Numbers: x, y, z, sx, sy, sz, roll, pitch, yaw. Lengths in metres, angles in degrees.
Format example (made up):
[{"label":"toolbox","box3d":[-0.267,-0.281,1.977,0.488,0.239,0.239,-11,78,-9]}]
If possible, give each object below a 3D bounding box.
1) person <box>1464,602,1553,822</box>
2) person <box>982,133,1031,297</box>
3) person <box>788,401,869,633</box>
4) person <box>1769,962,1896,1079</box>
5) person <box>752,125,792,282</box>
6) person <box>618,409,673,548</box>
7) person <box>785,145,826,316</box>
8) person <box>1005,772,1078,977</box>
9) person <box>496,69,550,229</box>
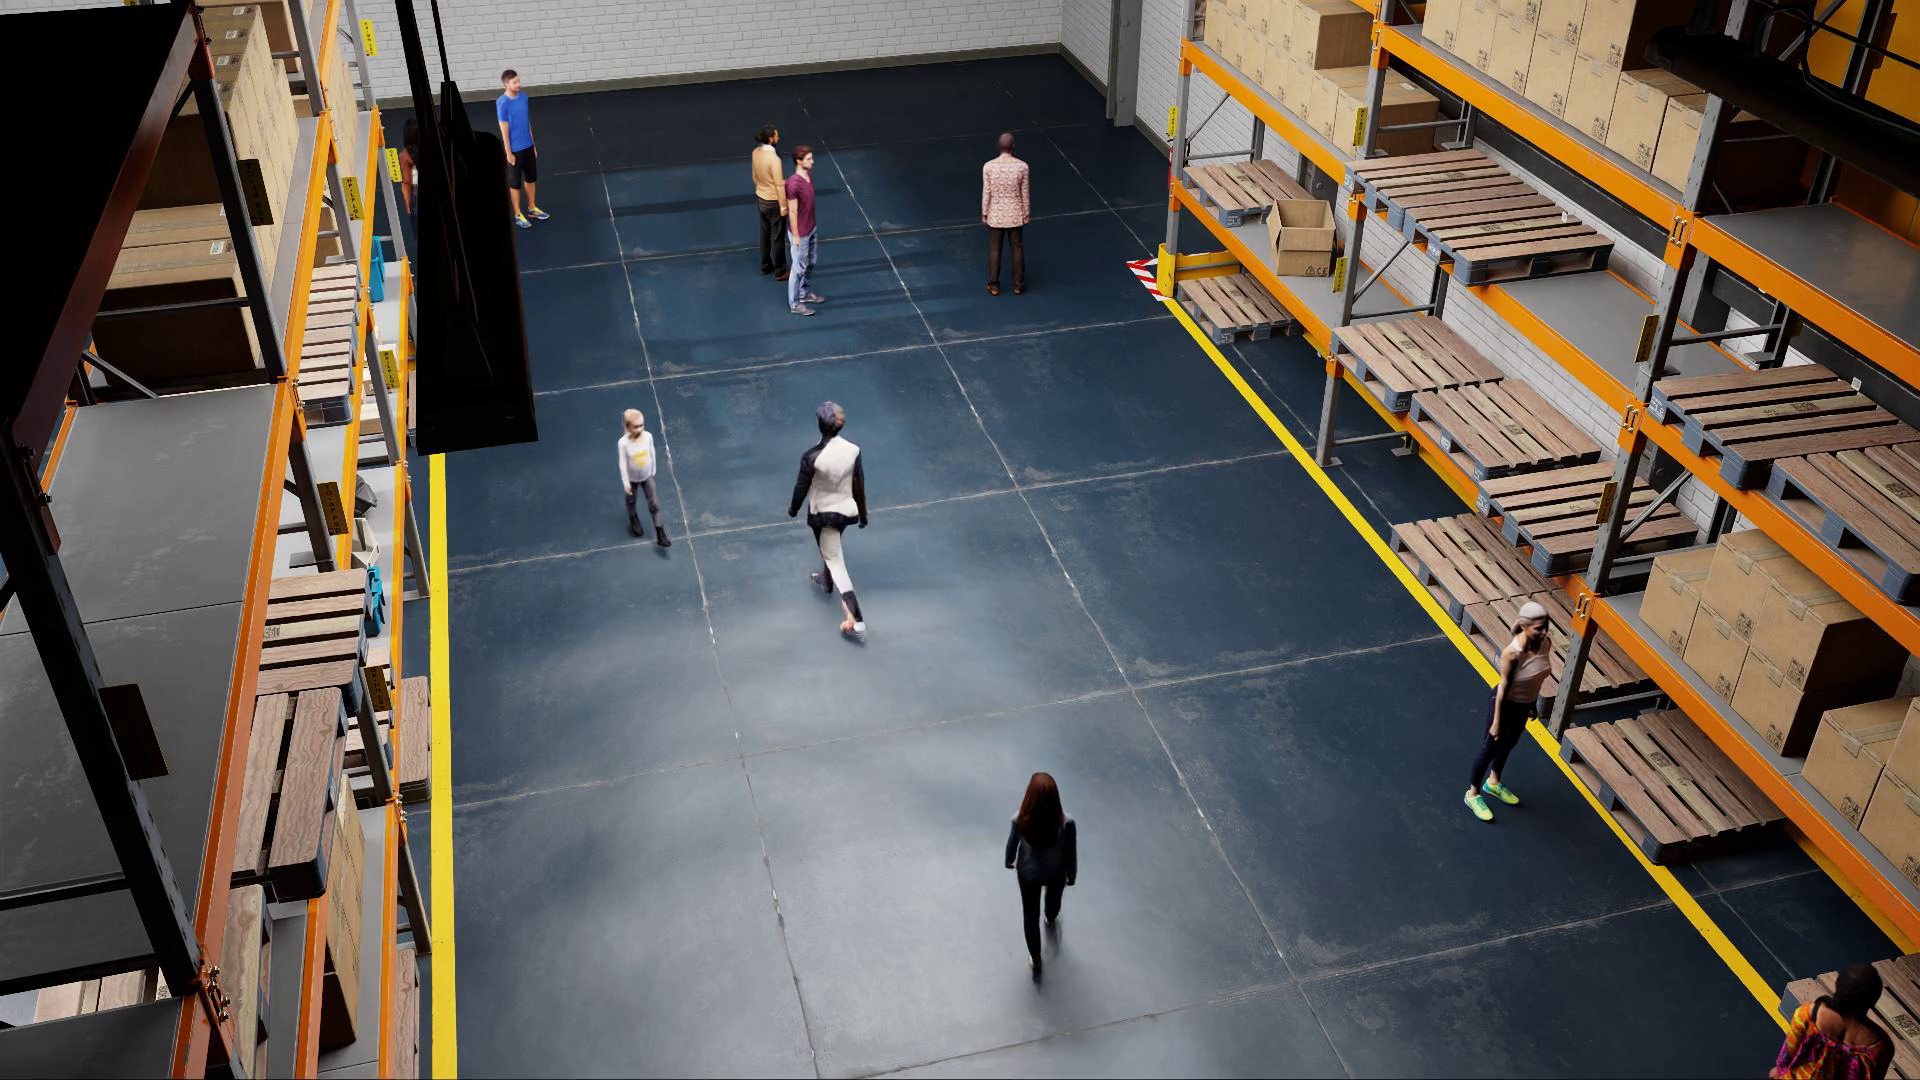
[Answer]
[{"label":"person","box3d":[3.718,1.122,11.220,0.672,1.702,0.646,-22,39,-29]},{"label":"person","box3d":[0.503,-3.547,18.145,0.738,1.811,0.683,0,34,0]},{"label":"person","box3d":[-0.955,-0.135,12.978,1.008,1.849,1.321,-23,40,-31]},{"label":"person","box3d":[4.494,2.822,8.673,0.780,1.690,0.841,18,38,25]},{"label":"person","box3d":[-2.103,-3.757,18.515,0.808,1.751,0.685,-26,41,-33]},{"label":"person","box3d":[-2.772,-0.563,14.162,0.630,1.250,0.922,-17,37,-24]},{"label":"person","box3d":[-1.694,-3.342,17.803,0.782,1.848,0.663,9,35,14]},{"label":"person","box3d":[0.485,2.042,10.052,0.750,1.462,0.916,3,34,4]},{"label":"person","box3d":[-5.261,-4.683,19.803,0.753,1.868,0.699,19,38,26]}]
